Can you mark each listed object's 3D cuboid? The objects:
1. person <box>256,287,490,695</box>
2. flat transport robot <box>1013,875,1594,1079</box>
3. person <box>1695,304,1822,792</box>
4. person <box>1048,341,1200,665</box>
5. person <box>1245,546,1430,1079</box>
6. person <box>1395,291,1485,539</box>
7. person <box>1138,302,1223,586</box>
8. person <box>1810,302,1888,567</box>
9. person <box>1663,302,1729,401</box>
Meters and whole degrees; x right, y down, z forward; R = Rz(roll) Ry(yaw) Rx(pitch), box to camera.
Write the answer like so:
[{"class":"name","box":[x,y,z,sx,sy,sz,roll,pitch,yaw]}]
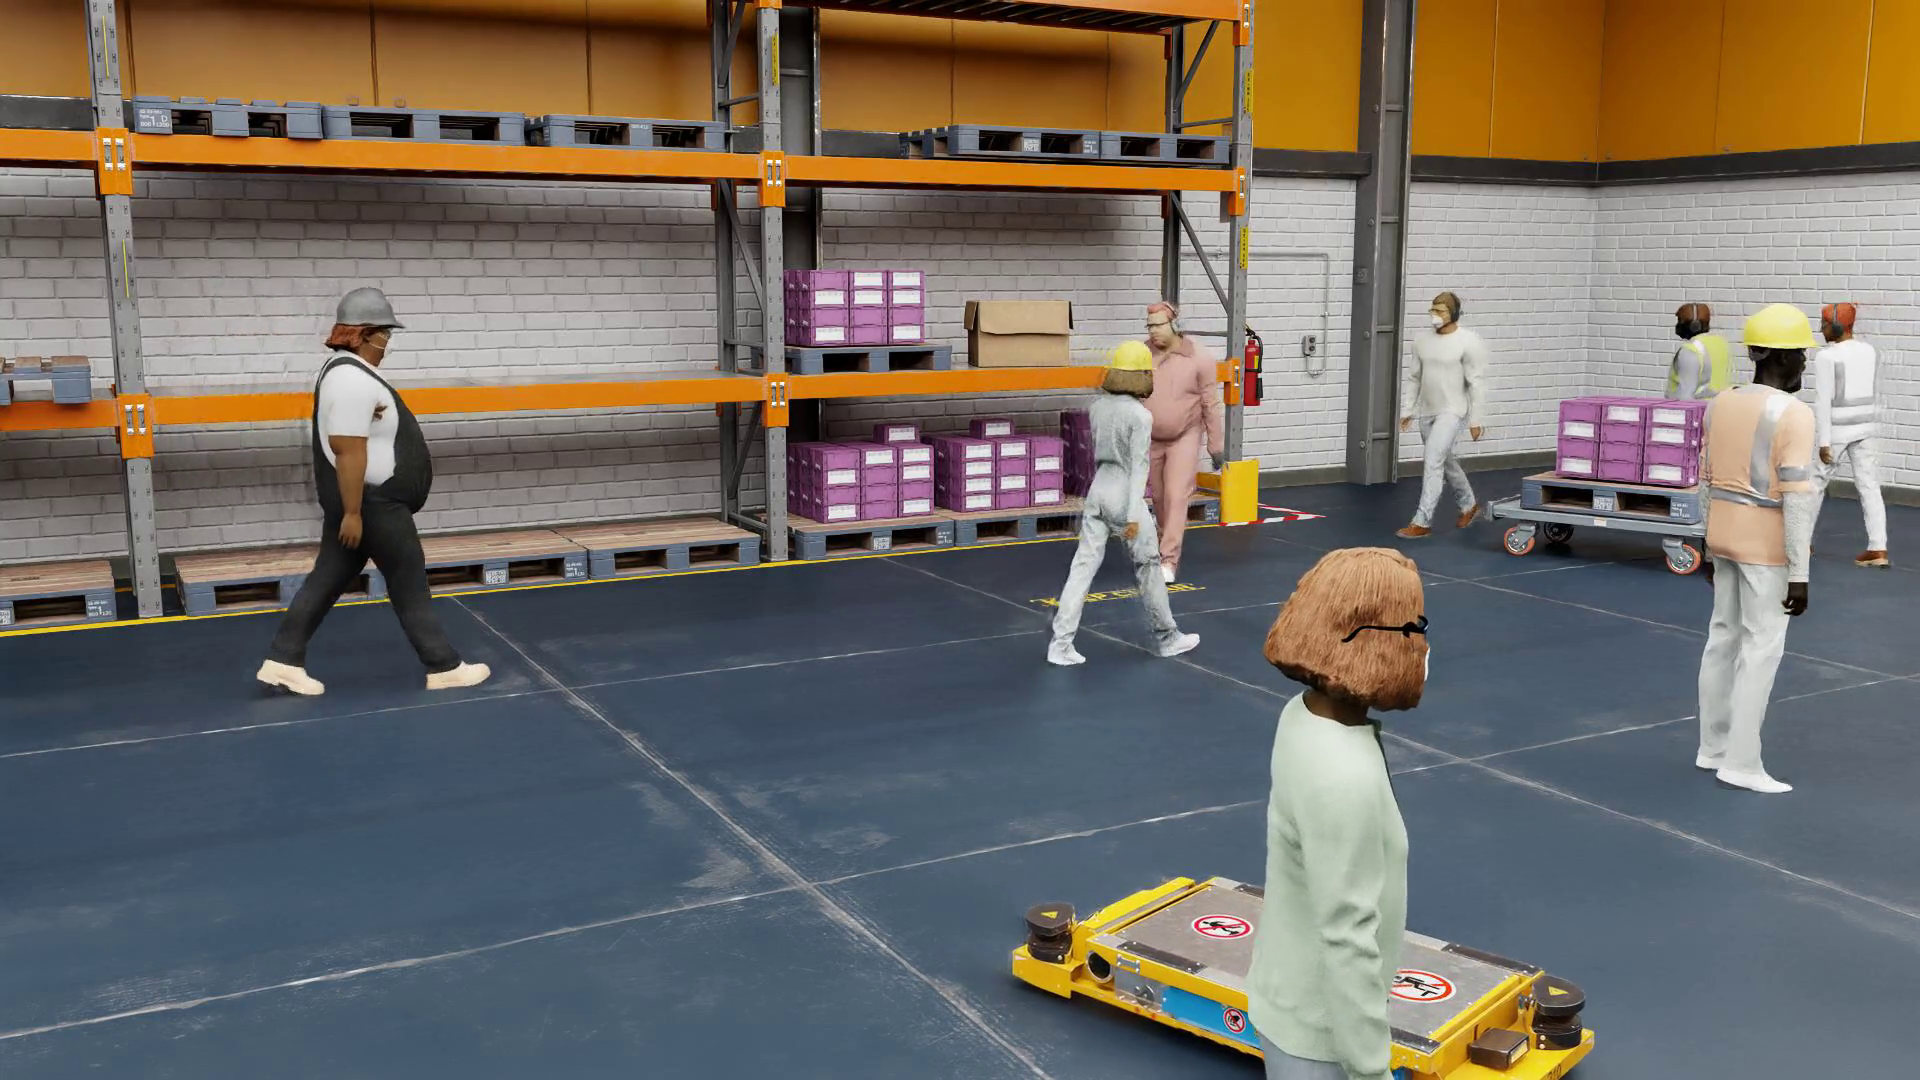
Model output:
[{"class":"person","box":[-2.911,-0.253,8.017,1.062,2.000,0.685,-5,10,-27]},{"class":"flat transport robot","box":[0.897,1.201,4.535,1.431,0.197,0.652,8,12,41]},{"class":"person","box":[3.165,0.040,6.658,0.441,1.943,0.616,-2,10,-13]},{"class":"person","box":[0.836,-0.189,8.690,0.918,1.692,0.503,-7,12,-37]},{"class":"person","box":[0.613,0.815,2.770,0.274,1.632,0.500,1,9,8]},{"class":"person","box":[3.780,-0.974,12.882,1.000,1.901,0.630,-6,11,-31]},{"class":"person","box":[1.401,-0.649,11.059,0.691,1.859,1.015,4,10,25]},{"class":"person","box":[6.184,-0.739,11.651,0.594,1.836,0.962,-2,10,-12]},{"class":"person","box":[5.617,-0.889,12.593,0.651,1.818,0.647,-8,12,-41]}]
